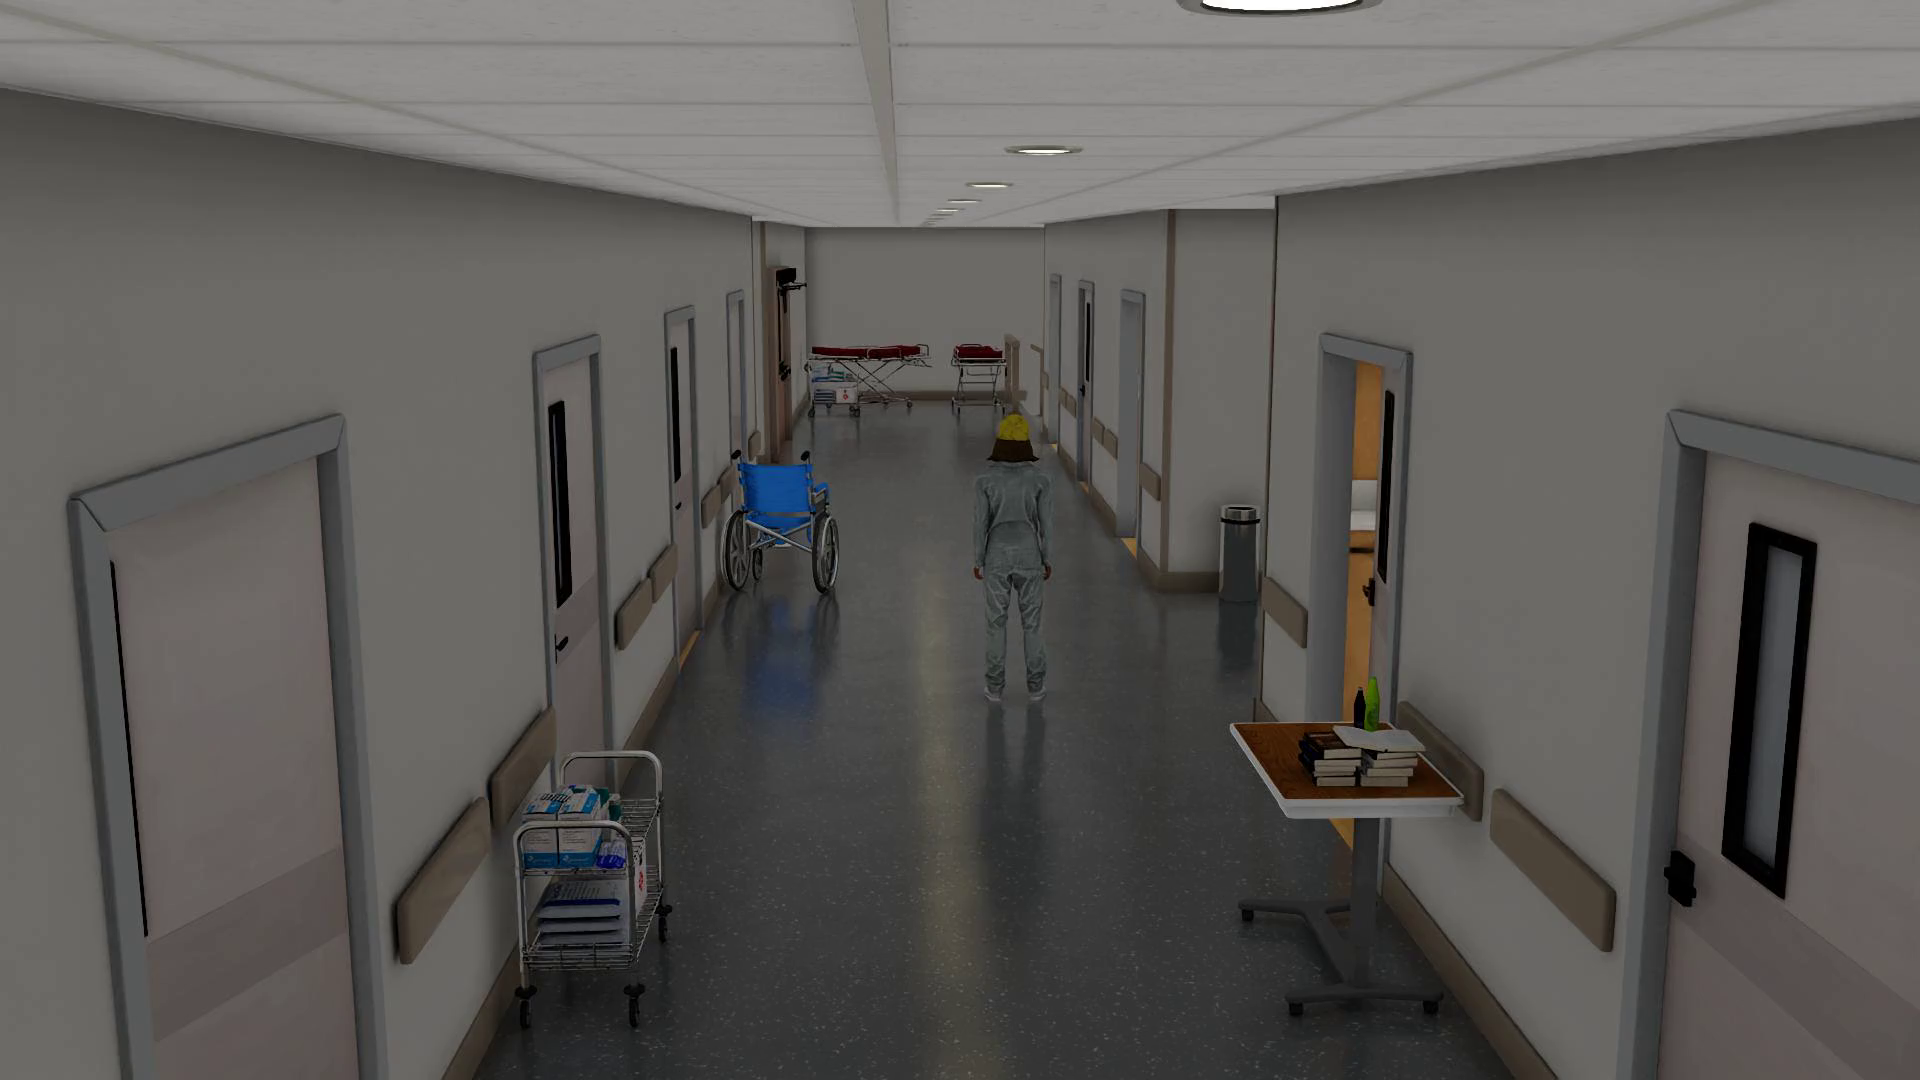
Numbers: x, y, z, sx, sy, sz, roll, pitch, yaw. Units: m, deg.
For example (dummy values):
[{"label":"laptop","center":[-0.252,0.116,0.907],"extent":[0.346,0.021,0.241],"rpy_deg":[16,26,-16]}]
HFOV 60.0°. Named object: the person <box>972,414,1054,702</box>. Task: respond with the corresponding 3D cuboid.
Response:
[{"label":"person","center":[0.318,0.110,10.074],"extent":[0.492,1.742,0.320],"rpy_deg":[0,10,-2]}]
